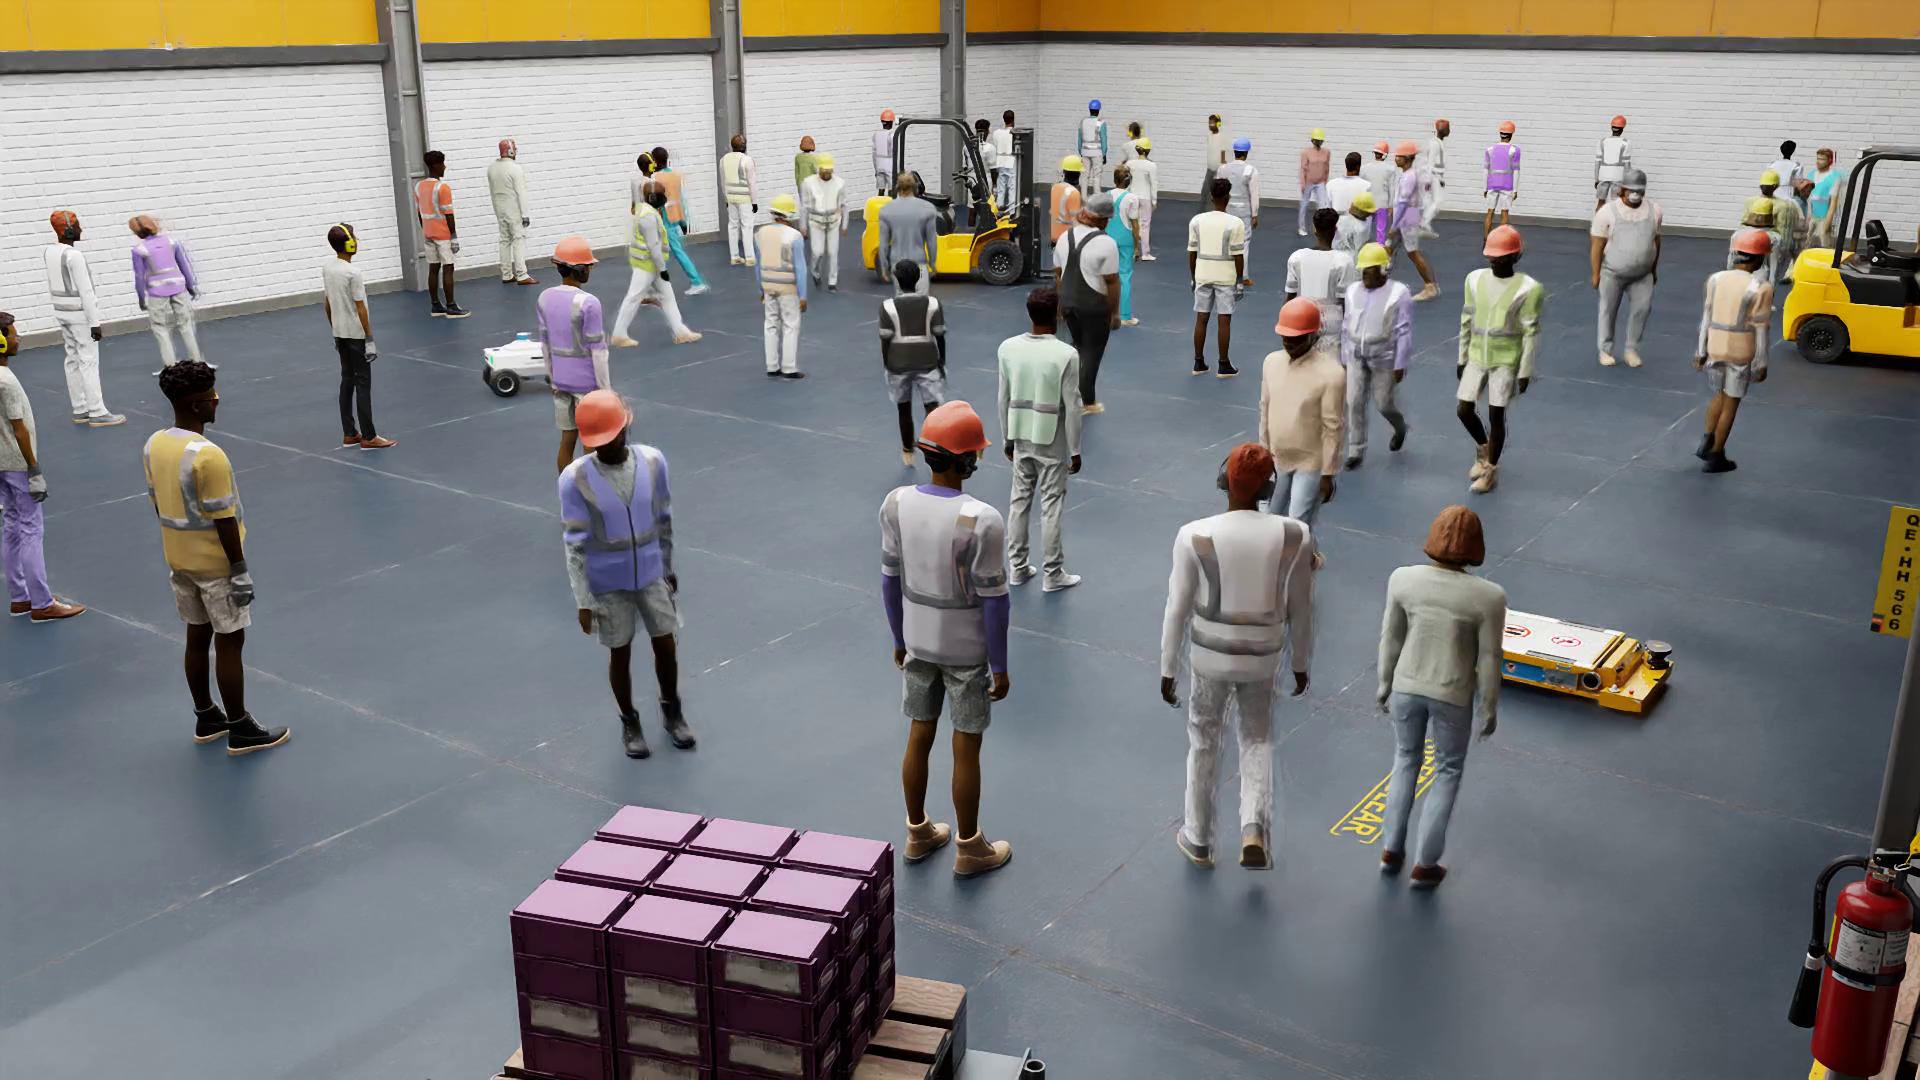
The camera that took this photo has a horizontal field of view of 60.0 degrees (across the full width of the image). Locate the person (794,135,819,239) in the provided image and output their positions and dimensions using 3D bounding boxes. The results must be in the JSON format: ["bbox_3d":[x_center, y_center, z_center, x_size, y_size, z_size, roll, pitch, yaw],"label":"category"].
[{"bbox_3d":[-2.389,-5.558,26.296,0.502,1.636,0.280,12,21,33],"label":"person"}]

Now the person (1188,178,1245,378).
[{"bbox_3d":[2.548,-2.593,16.488,0.608,1.966,0.365,12,21,33],"label":"person"}]

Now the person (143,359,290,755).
[{"bbox_3d":[-3.654,0.090,8.097,0.608,1.965,0.365,12,21,33],"label":"person"}]

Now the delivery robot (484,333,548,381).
[{"bbox_3d":[-4.177,-1.740,15.951,0.707,0.478,0.477,-8,19,-23],"label":"delivery robot"}]

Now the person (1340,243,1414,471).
[{"bbox_3d":[3.333,-1.476,13.276,0.599,1.804,0.702,13,22,36],"label":"person"}]

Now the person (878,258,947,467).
[{"bbox_3d":[-0.356,-1.347,13.054,0.544,1.670,0.629,-3,18,-11],"label":"person"}]

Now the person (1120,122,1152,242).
[{"bbox_3d":[2.788,-5.627,26.200,0.581,1.836,0.443,1,18,4],"label":"person"}]

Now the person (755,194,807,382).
[{"bbox_3d":[-1.729,-2.472,16.379,0.606,1.811,0.457,11,21,31],"label":"person"}]

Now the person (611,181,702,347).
[{"bbox_3d":[-3.363,-2.976,17.991,0.988,1.790,0.609,-2,18,-5],"label":"person"}]

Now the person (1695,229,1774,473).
[{"bbox_3d":[6.099,-1.474,13.061,0.437,1.917,0.565,-9,20,-26],"label":"person"}]

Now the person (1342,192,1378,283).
[{"bbox_3d":[4.214,-2.883,17.837,0.349,1.699,0.621,-1,18,-2],"label":"person"}]

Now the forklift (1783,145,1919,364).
[{"bbox_3d":[9.803,-2.879,17.013,2.313,2.155,1.214,12,21,33],"label":"forklift"}]

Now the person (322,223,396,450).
[{"bbox_3d":[-5.020,-1.681,13.785,0.520,1.876,0.326,12,21,33],"label":"person"}]

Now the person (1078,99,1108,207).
[{"bbox_3d":[2.456,-7.133,30.717,0.607,1.948,0.389,12,21,33],"label":"person"}]

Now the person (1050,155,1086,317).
[{"bbox_3d":[1.288,-3.580,19.663,0.420,1.908,0.606,-7,19,-22],"label":"person"}]

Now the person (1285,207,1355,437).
[{"bbox_3d":[3.046,-1.825,14.086,0.608,1.966,0.365,12,21,33],"label":"person"}]

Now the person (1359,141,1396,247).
[{"bbox_3d":[5.956,-4.806,23.752,0.566,1.751,0.329,12,21,33],"label":"person"}]

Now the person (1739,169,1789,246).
[{"bbox_3d":[9.483,-3.503,19.667,0.559,1.751,0.538,-14,23,-38],"label":"person"}]

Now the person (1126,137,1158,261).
[{"bbox_3d":[2.636,-4.948,24.178,0.527,1.768,0.313,12,21,33],"label":"person"}]

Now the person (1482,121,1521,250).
[{"bbox_3d":[8.171,-5.335,25.111,0.547,1.938,0.359,12,21,33],"label":"person"}]

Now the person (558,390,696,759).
[{"bbox_3d":[-1.596,0.185,7.922,0.595,1.888,0.516,-11,21,-32],"label":"person"}]

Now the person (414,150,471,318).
[{"bbox_3d":[-6.150,-3.613,19.677,0.608,1.965,0.365,12,21,33],"label":"person"}]

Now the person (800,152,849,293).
[{"bbox_3d":[-1.729,-4.056,21.321,0.647,1.806,0.471,-4,18,-14],"label":"person"}]

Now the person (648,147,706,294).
[{"bbox_3d":[-3.727,-4.092,21.349,1.003,1.872,0.608,6,19,17],"label":"person"}]

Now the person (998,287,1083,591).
[{"bbox_3d":[0.500,-0.622,10.396,0.591,1.922,0.390,12,21,33],"label":"person"}]

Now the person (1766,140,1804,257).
[{"bbox_3d":[12.126,-5.034,24.554,0.537,1.700,0.318,12,21,33],"label":"person"}]

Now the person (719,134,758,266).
[{"bbox_3d":[-3.108,-4.835,23.698,0.626,1.846,0.429,12,21,33],"label":"person"}]

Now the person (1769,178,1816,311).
[{"bbox_3d":[10.063,-3.512,19.960,0.508,1.598,0.842,-7,19,-22],"label":"person"}]

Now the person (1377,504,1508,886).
[{"bbox_3d":[1.975,0.657,6.927,0.511,1.610,0.448,12,21,32],"label":"person"}]

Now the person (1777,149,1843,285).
[{"bbox_3d":[11.394,-4.271,22.035,1.019,1.798,0.580,-7,19,-20],"label":"person"}]

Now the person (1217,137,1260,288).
[{"bbox_3d":[3.640,-4.286,21.813,0.607,1.948,0.389,12,21,33],"label":"person"}]

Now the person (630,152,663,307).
[{"bbox_3d":[-3.803,-3.810,20.444,0.520,1.876,0.326,12,21,33],"label":"person"}]

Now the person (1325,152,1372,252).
[{"bbox_3d":[4.649,-3.680,19.967,0.591,1.919,0.390,12,21,33],"label":"person"}]

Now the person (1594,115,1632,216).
[{"bbox_3d":[10.341,-5.742,26.384,0.547,1.938,0.359,12,21,33],"label":"person"}]

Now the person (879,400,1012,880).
[{"bbox_3d":[-0.039,0.424,6.926,0.609,2.043,0.376,12,21,33],"label":"person"}]

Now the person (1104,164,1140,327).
[{"bbox_3d":[1.845,-3.385,19.162,0.507,1.846,0.343,12,21,33],"label":"person"}]

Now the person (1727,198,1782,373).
[{"bbox_3d":[7.967,-2.560,16.746,0.488,1.744,0.295,12,21,33],"label":"person"}]

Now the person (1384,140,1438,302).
[{"bbox_3d":[5.549,-3.968,20.753,1.053,1.992,0.629,3,18,9],"label":"person"}]

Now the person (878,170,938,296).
[{"bbox_3d":[-0.562,-2.915,17.558,0.626,1.925,0.676,4,18,11],"label":"person"}]

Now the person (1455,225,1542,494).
[{"bbox_3d":[3.999,-1.344,12.474,0.621,2.027,0.430,17,24,42],"label":"person"}]

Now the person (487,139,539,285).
[{"bbox_3d":[-5.932,-4.347,22.071,0.644,1.908,0.408,12,21,33],"label":"person"}]

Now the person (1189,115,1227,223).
[{"bbox_3d":[4.395,-6.354,28.499,0.973,1.825,0.538,-13,22,-36],"label":"person"}]

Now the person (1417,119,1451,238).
[{"bbox_3d":[7.580,-5.750,26.515,0.406,1.868,0.580,7,19,20],"label":"person"}]

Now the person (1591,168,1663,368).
[{"bbox_3d":[6.763,-2.750,16.859,0.717,2.000,0.658,1,18,4],"label":"person"}]

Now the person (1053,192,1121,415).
[{"bbox_3d":[1.176,-2.128,14.912,0.565,2.000,0.692,-14,23,-38],"label":"person"}]

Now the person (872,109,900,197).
[{"bbox_3d":[-1.210,-6.211,27.850,0.547,1.938,0.359,12,21,33],"label":"person"}]

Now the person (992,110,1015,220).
[{"bbox_3d":[0.812,-6.257,28.026,0.591,1.919,0.390,12,21,33],"label":"person"}]

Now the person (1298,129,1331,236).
[{"bbox_3d":[5.690,-5.684,26.567,0.533,1.710,0.932,-3,18,-10],"label":"person"}]

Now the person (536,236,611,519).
[{"bbox_3d":[-2.677,-1.118,11.750,0.609,2.043,0.376,12,21,33],"label":"person"}]

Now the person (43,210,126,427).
[{"bbox_3d":[-7.704,-1.930,14.549,0.577,1.883,0.353,12,21,33],"label":"person"}]

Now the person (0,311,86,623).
[{"bbox_3d":[-5.595,-0.430,9.880,0.520,1.871,0.326,12,21,33],"label":"person"}]

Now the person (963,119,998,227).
[{"bbox_3d":[0.324,-5.376,25.194,0.608,1.965,0.365,12,21,33],"label":"person"}]

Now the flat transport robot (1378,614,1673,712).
[{"bbox_3d":[3.130,0.604,9.227,1.431,0.197,0.652,12,21,33],"label":"flat transport robot"}]

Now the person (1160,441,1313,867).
[{"bbox_3d":[1.148,0.527,6.897,0.646,1.873,0.510,0,18,-2],"label":"person"}]

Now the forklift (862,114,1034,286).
[{"bbox_3d":[-0.171,-4.594,22.377,2.313,2.155,1.214,1,18,3],"label":"forklift"}]

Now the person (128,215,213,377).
[{"bbox_3d":[-7.902,-2.456,16.640,0.329,1.609,0.652,12,22,34],"label":"person"}]

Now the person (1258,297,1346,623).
[{"bbox_3d":[2.027,-0.481,9.895,0.548,1.965,0.626,-15,23,-38],"label":"person"}]
